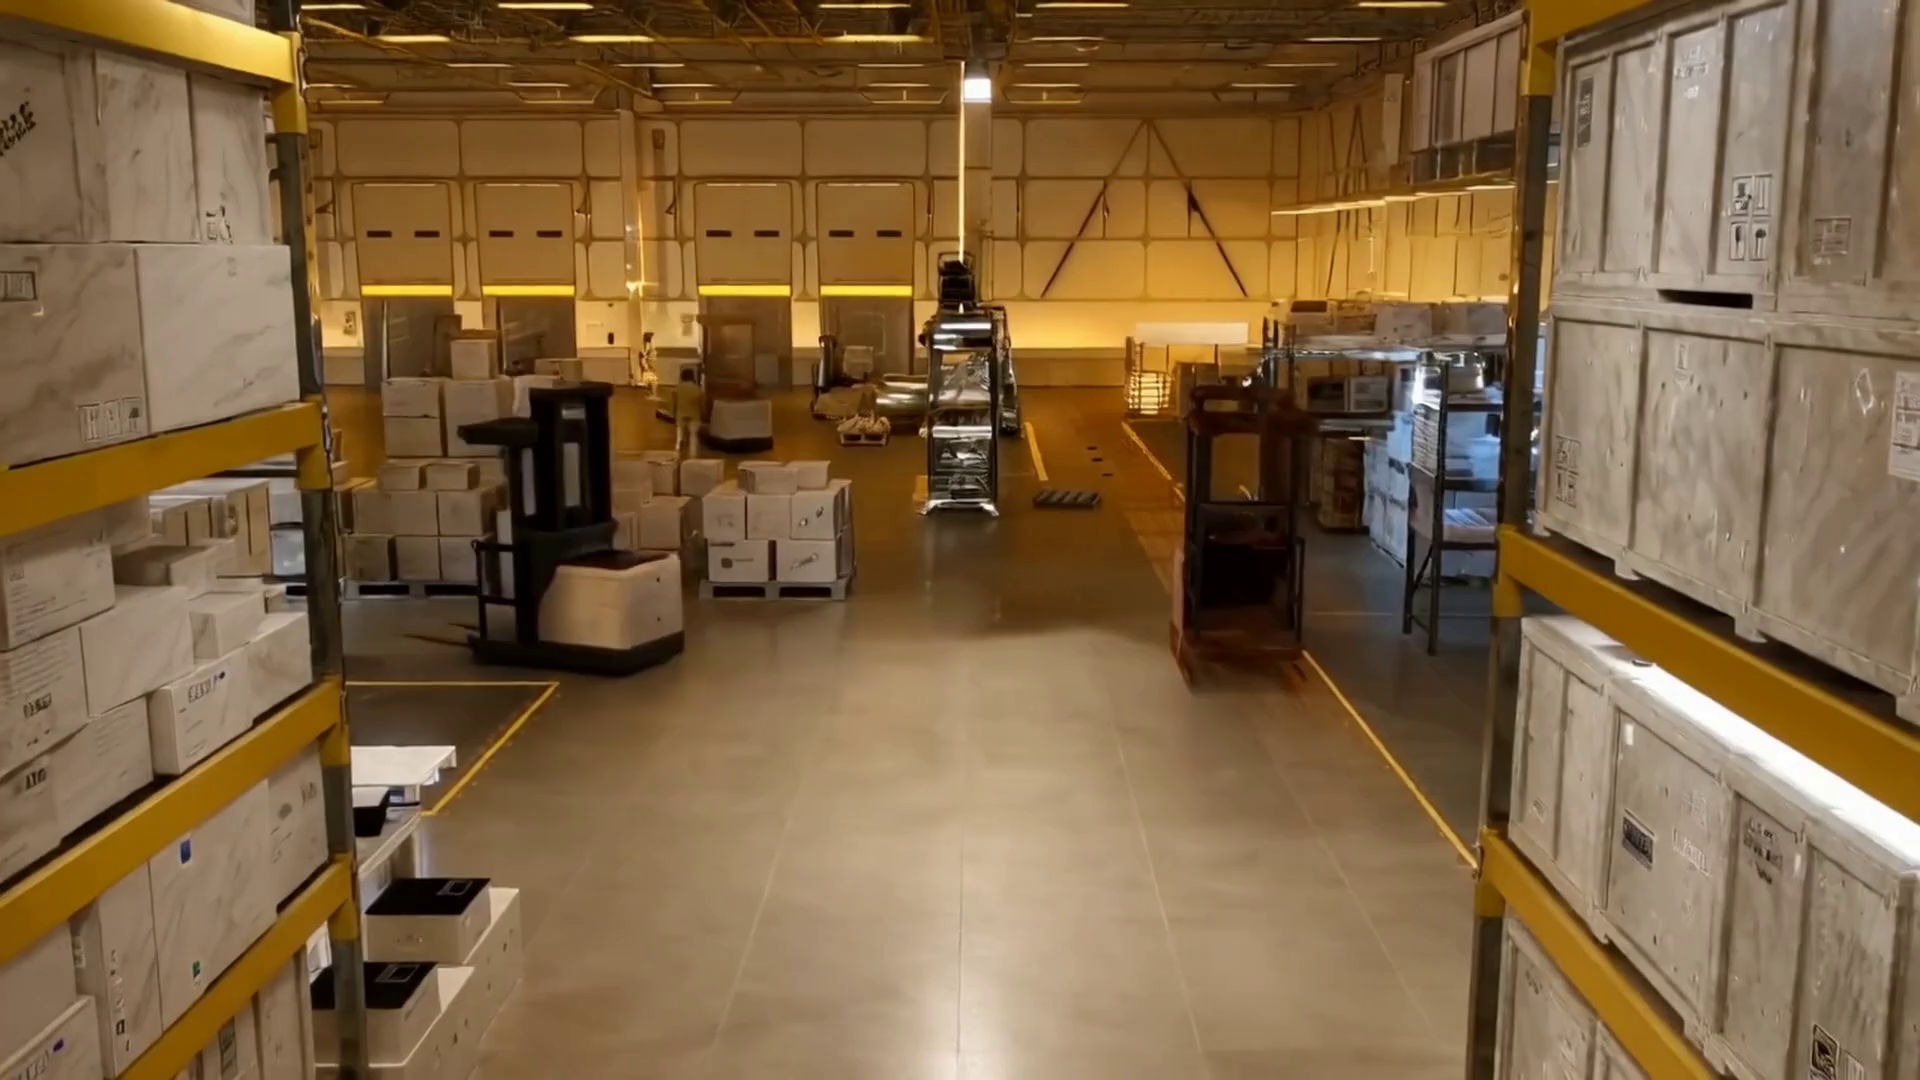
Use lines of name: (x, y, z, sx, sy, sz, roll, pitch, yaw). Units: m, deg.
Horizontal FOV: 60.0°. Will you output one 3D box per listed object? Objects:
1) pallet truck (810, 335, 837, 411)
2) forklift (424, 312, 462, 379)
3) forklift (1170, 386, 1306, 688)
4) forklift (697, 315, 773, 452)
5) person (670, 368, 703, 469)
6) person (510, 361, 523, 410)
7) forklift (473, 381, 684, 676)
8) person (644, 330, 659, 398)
pallet truck: (-3.021, -4.312, 43.126, 1.885, 1.965, 0.823, 3, 10, 17)
forklift: (-11.151, -3.527, 36.050, 1.129, 2.768, 1.873, 8, 12, 37)
forklift: (2.717, -0.120, 16.394, 1.129, 2.768, 1.873, 0, 10, 1)
forklift: (-4.720, -3.316, 34.835, 1.129, 2.768, 1.873, -5, 11, -25)
person: (-5.222, -2.320, 31.825, 0.630, 1.931, 0.357, 2, 10, 11)
person: (-9.112, -2.766, 34.503, 0.918, 1.910, 0.561, 7, 12, 34)
forklift: (-3.844, -0.173, 16.700, 1.873, 2.768, 1.129, 5, 11, 25)
person: (-8.786, -4.981, 47.190, 0.388, 1.930, 0.544, -8, 12, -37)
